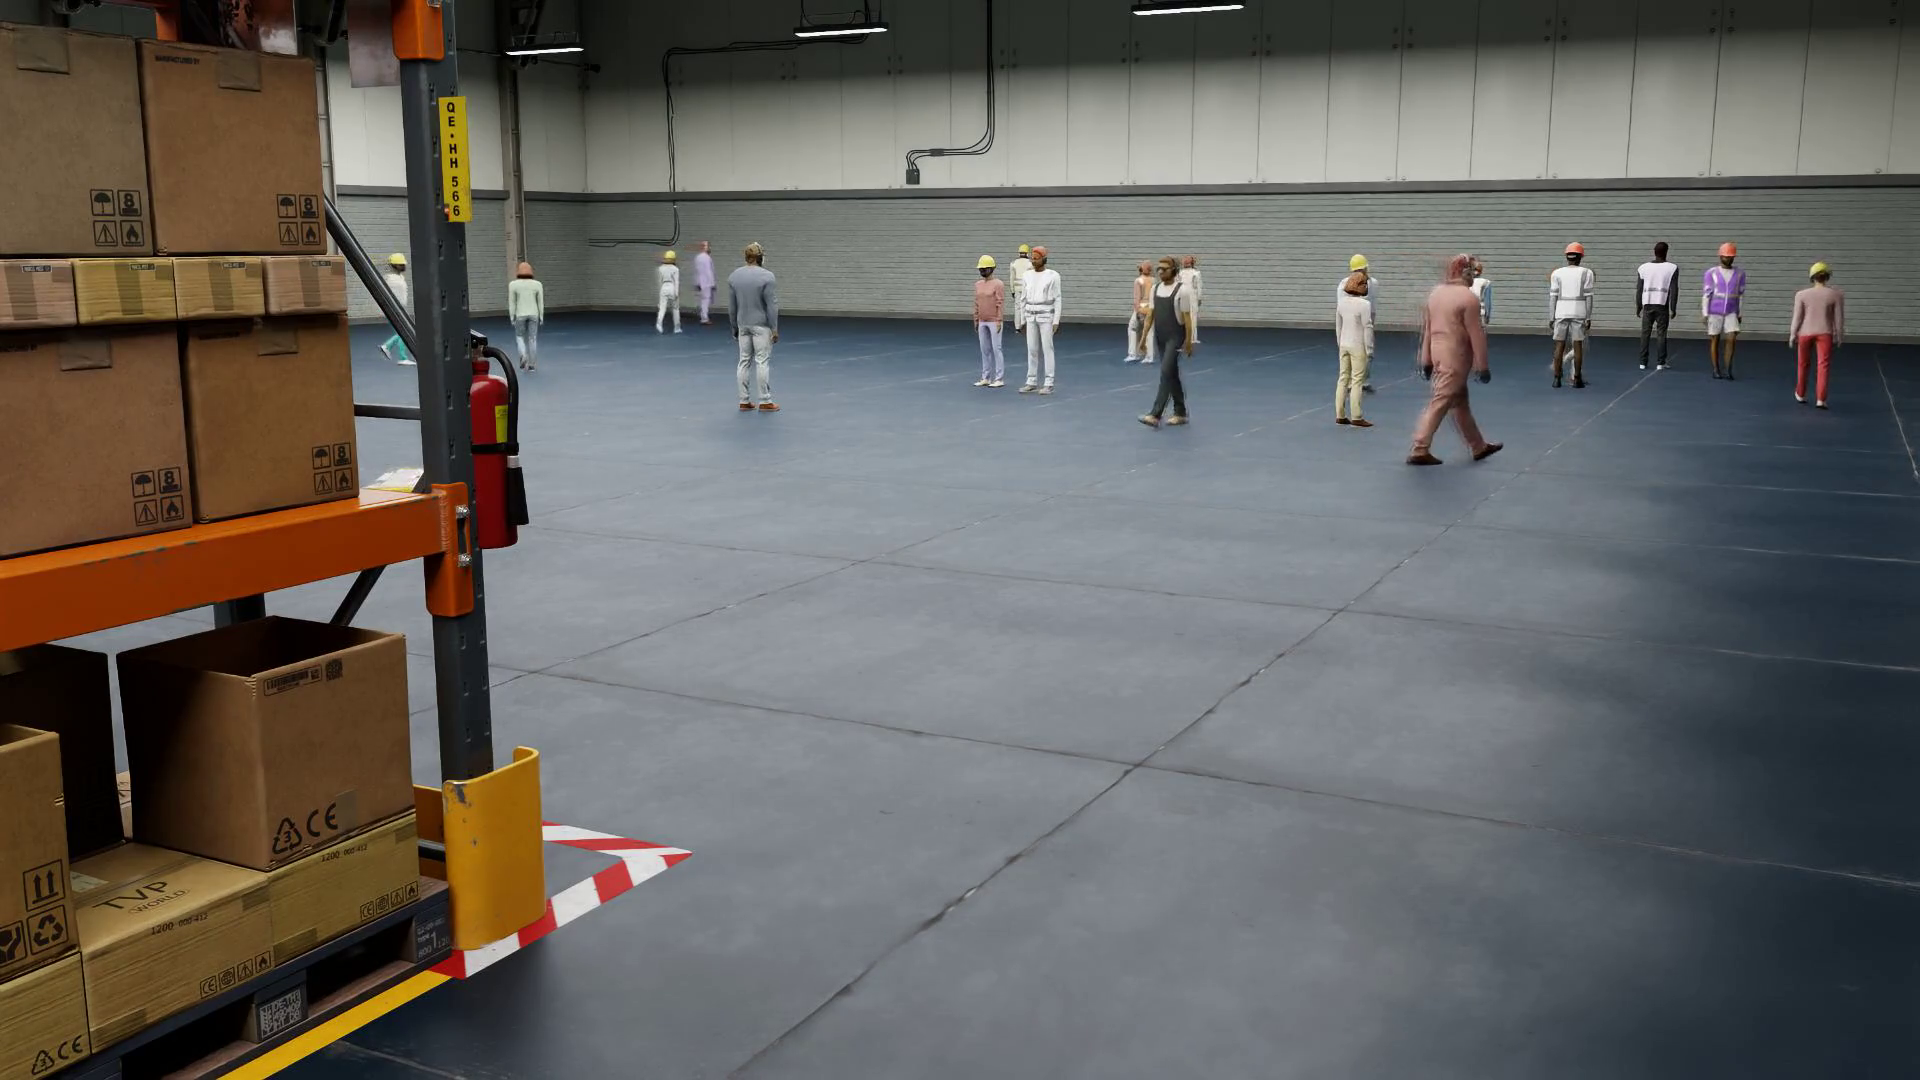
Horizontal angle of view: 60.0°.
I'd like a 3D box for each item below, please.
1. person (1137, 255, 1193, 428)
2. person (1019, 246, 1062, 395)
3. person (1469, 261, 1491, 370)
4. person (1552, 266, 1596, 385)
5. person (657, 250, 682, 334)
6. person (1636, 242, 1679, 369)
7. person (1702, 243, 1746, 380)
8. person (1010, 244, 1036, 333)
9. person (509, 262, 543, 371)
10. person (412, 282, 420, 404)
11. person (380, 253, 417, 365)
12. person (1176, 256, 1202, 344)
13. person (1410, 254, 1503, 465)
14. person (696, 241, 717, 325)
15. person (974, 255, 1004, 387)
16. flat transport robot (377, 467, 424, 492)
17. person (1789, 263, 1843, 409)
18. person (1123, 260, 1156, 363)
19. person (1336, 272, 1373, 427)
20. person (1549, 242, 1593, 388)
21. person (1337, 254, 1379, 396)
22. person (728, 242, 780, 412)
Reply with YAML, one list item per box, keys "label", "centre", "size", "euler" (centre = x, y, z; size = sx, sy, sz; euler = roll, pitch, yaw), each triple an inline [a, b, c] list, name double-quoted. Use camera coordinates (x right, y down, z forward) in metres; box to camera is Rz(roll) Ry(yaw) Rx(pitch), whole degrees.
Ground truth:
- label: "person"
  centre: [2.123, -2.084, 17.534]
  size: [0.905, 1.802, 0.522]
  euler: [-8, 13, -36]
- label: "person"
  centre: [1.017, -2.797, 21.224]
  size: [0.584, 1.882, 0.337]
  euler: [7, 13, 35]
- label: "person"
  centre: [7.710, -3.368, 25.013]
  size: [0.522, 1.636, 0.310]
  euler: [3, 11, 18]
- label: "person"
  centre: [8.333, -2.892, 22.500]
  size: [0.457, 1.605, 0.527]
  euler: [4, 11, 21]
- label: "person"
  centre: [-6.044, -5.132, 34.421]
  size: [0.487, 1.713, 0.817]
  euler: [3, 11, 15]
- label: "person"
  centre: [10.554, -3.546, 25.217]
  size: [0.590, 1.918, 0.389]
  euler: [8, 13, 36]
- label: "person"
  centre: [10.706, -3.192, 23.305]
  size: [0.562, 1.906, 0.785]
  euler: [3, 11, 14]
- label: "person"
  centre: [1.333, -5.188, 34.400]
  size: [0.590, 1.835, 0.404]
  euler: [4, 11, 19]
- label: "person"
  centre: [-6.486, -3.341, 24.896]
  size: [0.510, 1.622, 0.352]
  euler: [-4, 11, -20]
- label: "person"
  centre: [-6.334, -2.538, 19.852]
  size: [0.328, 1.872, 0.508]
  euler: [-7, 12, -32]
- label: "person"
  centre: [-8.784, -3.594, 25.926]
  size: [0.486, 1.748, 0.535]
  euler: [-1, 10, -5]
- label: "person"
  centre: [4.272, -4.480, 31.081]
  size: [0.515, 1.636, 0.315]
  euler: [6, 12, 30]
- label: "person"
  centre: [4.440, -1.586, 14.702]
  size: [1.008, 1.849, 0.663]
  euler: [-3, 11, -15]
- label: "person"
  centre: [-5.694, -5.801, 37.581]
  size: [0.445, 1.888, 0.657]
  euler: [-4, 11, -21]
- label: "person"
  centre: [0.374, -2.918, 22.235]
  size: [0.518, 1.756, 0.346]
  euler: [10, 14, 43]
- label: "flat transport robot"
  centre: [-3.996, -0.371, 12.395]
  size: [0.652, 0.197, 1.431]
  euler: [-2, 11, -10]
- label: "person"
  centre: [10.134, -2.416, 19.680]
  size: [0.542, 1.694, 1.021]
  euler: [5, 12, 26]
- label: "person"
  centre: [2.859, -3.614, 26.394]
  size: [0.523, 1.622, 0.606]
  euler: [-8, 13, -38]
- label: "person"
  centre: [4.187, -2.015, 17.641]
  size: [0.285, 1.633, 0.500]
  euler: [-6, 12, -29]
- label: "person"
  centre: [8.112, -2.978, 22.093]
  size: [0.543, 1.928, 0.374]
  euler: [5, 12, 26]
- label: "person"
  centre: [4.986, -2.686, 20.870]
  size: [0.614, 1.790, 0.520]
  euler: [-2, 11, -13]
- label: "person"
  centre: [-2.357, -2.434, 19.091]
  size: [0.637, 1.938, 0.355]
  euler: [5, 12, 26]
